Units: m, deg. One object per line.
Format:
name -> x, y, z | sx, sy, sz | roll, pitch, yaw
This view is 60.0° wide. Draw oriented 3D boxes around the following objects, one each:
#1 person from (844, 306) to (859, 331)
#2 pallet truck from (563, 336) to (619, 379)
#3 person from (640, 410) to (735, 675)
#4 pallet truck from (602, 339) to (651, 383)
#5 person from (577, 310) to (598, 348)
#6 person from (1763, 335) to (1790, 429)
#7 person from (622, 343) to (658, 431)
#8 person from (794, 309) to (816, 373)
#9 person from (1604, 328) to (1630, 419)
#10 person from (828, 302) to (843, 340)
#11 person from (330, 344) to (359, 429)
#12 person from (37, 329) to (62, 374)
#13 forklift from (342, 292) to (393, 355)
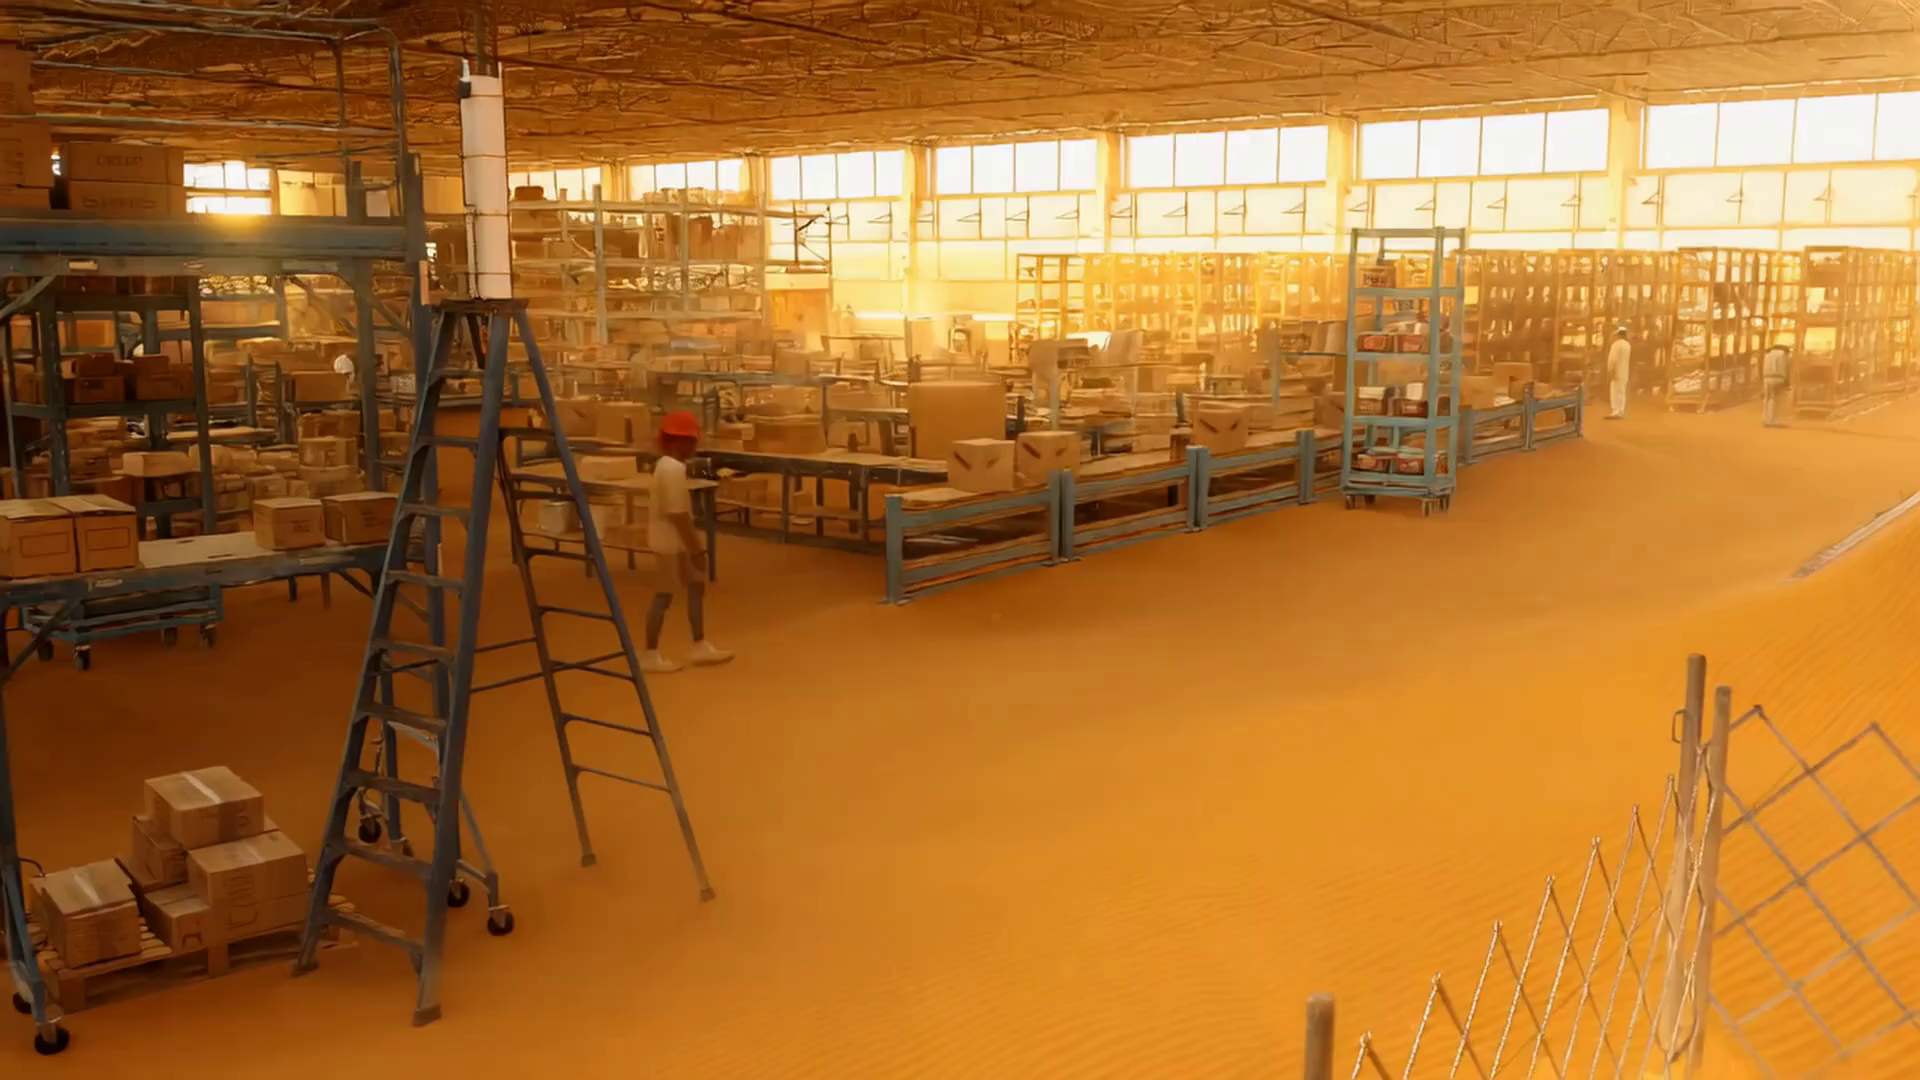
person -> -4.468, -8.807, 68.580 | 0.548, 1.706, 0.851 | -6, 11, -35
pallet truck -> -10.690, -5.294, 48.215 | 1.601, 1.201, 0.680 | -5, 10, -26
person -> -2.047, 0.028, 12.548 | 0.870, 2.008, 0.611 | -2, 9, -10
pallet truck -> -8.991, -4.871, 45.351 | 0.653, 1.274, 1.630 | 7, 11, 37
person -> -11.354, -6.043, 50.719 | 0.632, 1.931, 0.376 | -1, 9, -7
person -> 16.051, -3.102, 32.654 | 0.404, 1.829, 0.600 | -3, 10, -18
person -> -6.144, -2.872, 31.585 | 0.911, 1.714, 0.528 | 1, 9, 9
person -> -4.802, -6.098, 50.952 | 0.978, 1.960, 0.623 | 5, 10, 28
person -> 13.694, -3.470, 34.717 | 0.403, 1.906, 0.652 | 8, 12, 42
person -> -4.753, -8.110, 63.559 | 0.615, 1.942, 0.407 | -3, 9, -15
person -> -12.050, -3.033, 32.727 | 0.538, 1.675, 0.718 | 8, 12, 40
person -> -19.152, -3.512, 35.149 | 0.840, 1.870, 0.479 | 5, 10, 29
forklift -> -16.485, -5.622, 45.120 | 1.129, 2.768, 1.873 | 7, 11, 37
